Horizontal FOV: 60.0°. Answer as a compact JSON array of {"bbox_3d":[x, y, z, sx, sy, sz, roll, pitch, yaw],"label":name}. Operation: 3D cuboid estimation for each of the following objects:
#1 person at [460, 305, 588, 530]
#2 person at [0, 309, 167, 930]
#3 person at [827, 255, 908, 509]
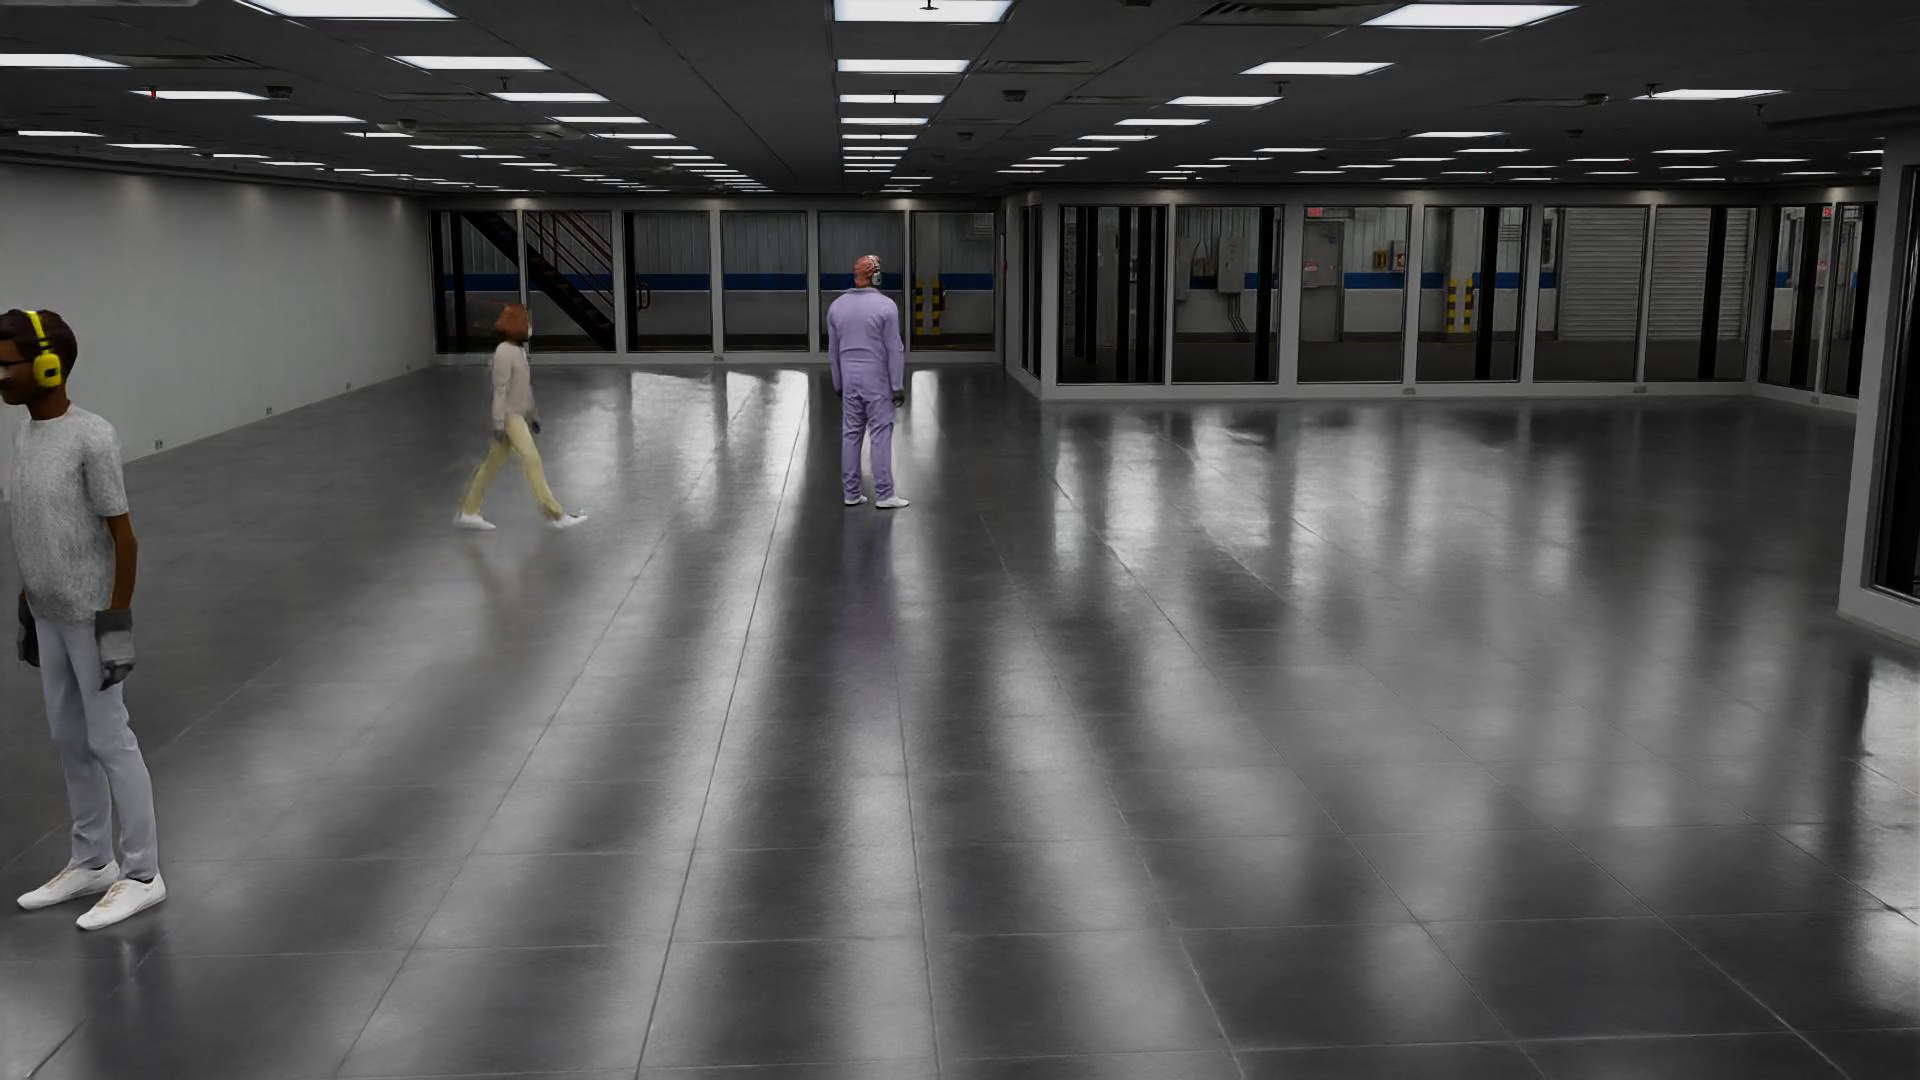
[{"bbox_3d":[-3.102,-0.843,11.601,0.908,1.583,0.512,-1,11,-5],"label":"person"},{"bbox_3d":[-2.675,0.241,5.011,0.530,1.864,0.313,7,12,32],"label":"person"},{"bbox_3d":[-0.679,-1.188,12.590,0.639,1.911,0.406,6,12,31],"label":"person"}]
